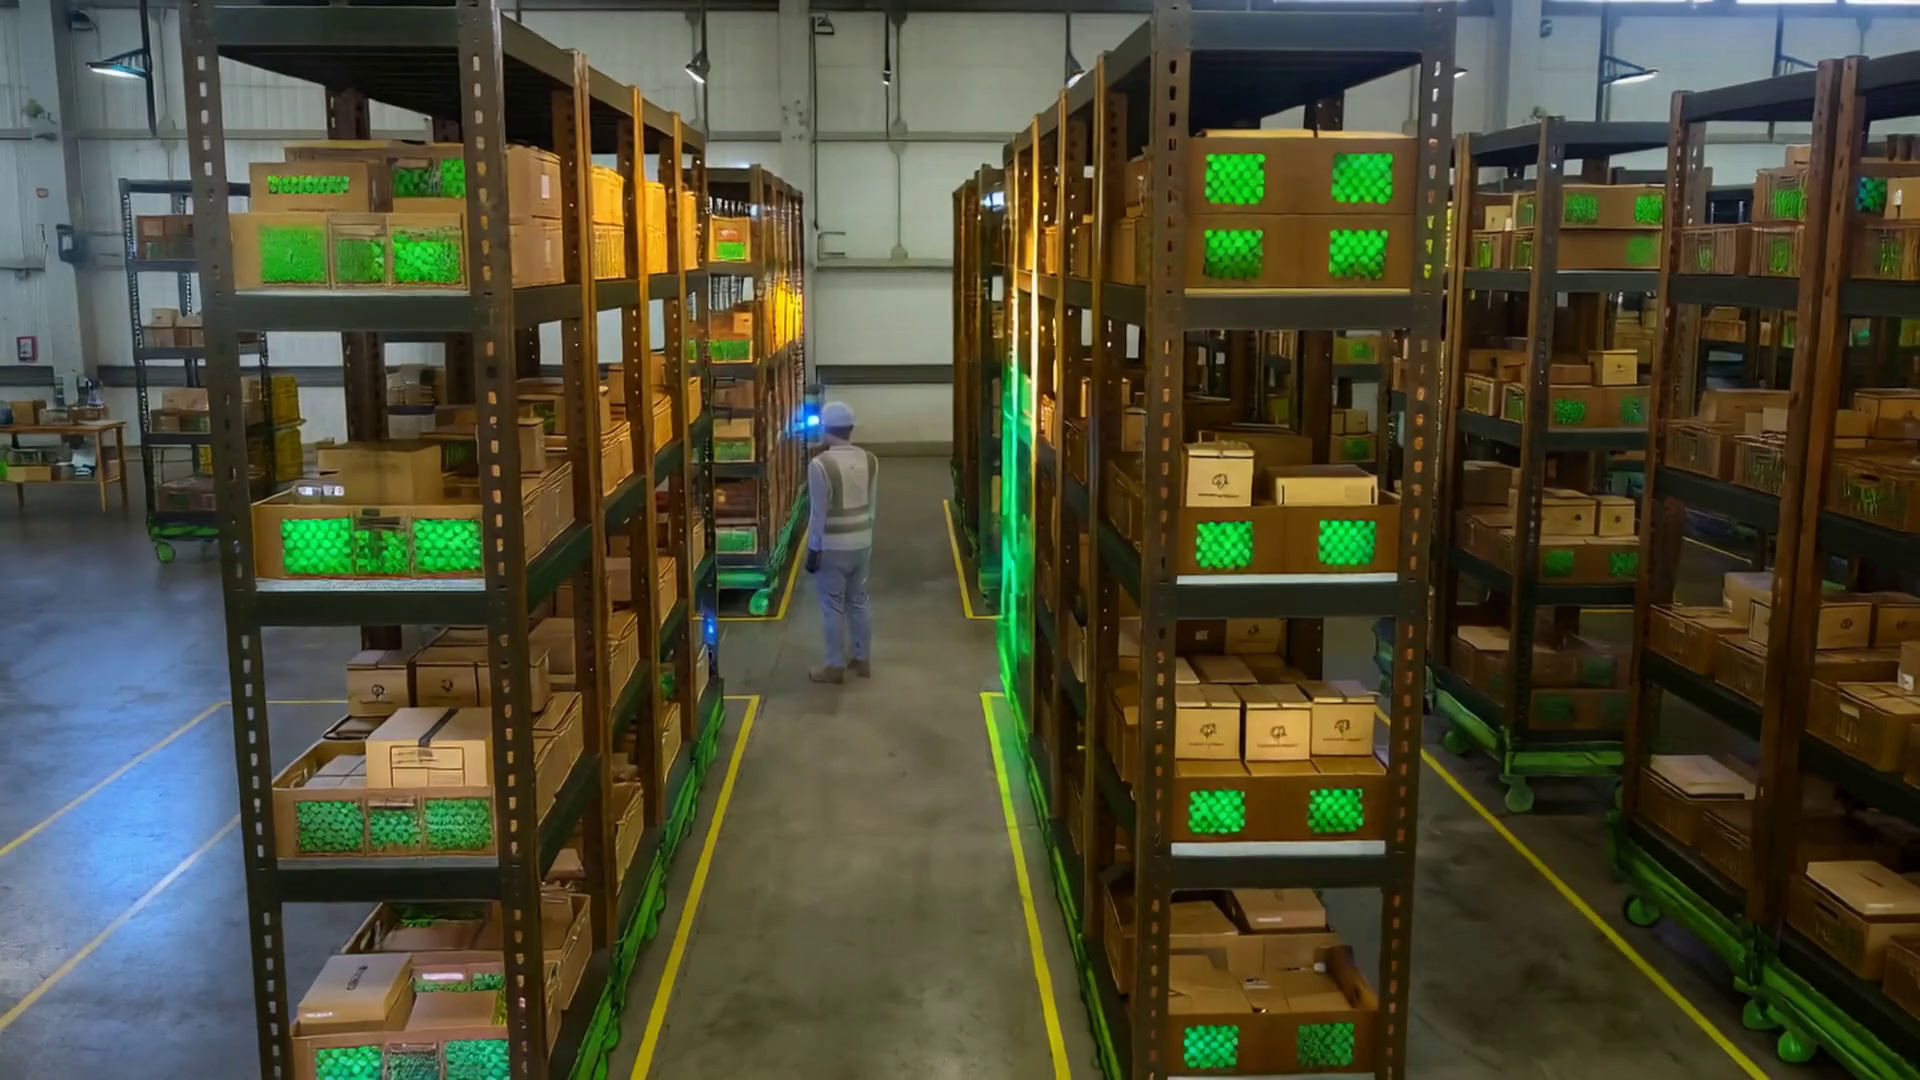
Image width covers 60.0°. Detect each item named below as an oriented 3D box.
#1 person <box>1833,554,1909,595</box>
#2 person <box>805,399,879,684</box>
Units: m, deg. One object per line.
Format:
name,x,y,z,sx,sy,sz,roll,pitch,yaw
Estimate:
person,7.017,-0.131,12.562,0.872,1.809,0.589,1,10,8
person,-0.810,0.009,11.382,0.379,1.950,0.609,9,13,40
